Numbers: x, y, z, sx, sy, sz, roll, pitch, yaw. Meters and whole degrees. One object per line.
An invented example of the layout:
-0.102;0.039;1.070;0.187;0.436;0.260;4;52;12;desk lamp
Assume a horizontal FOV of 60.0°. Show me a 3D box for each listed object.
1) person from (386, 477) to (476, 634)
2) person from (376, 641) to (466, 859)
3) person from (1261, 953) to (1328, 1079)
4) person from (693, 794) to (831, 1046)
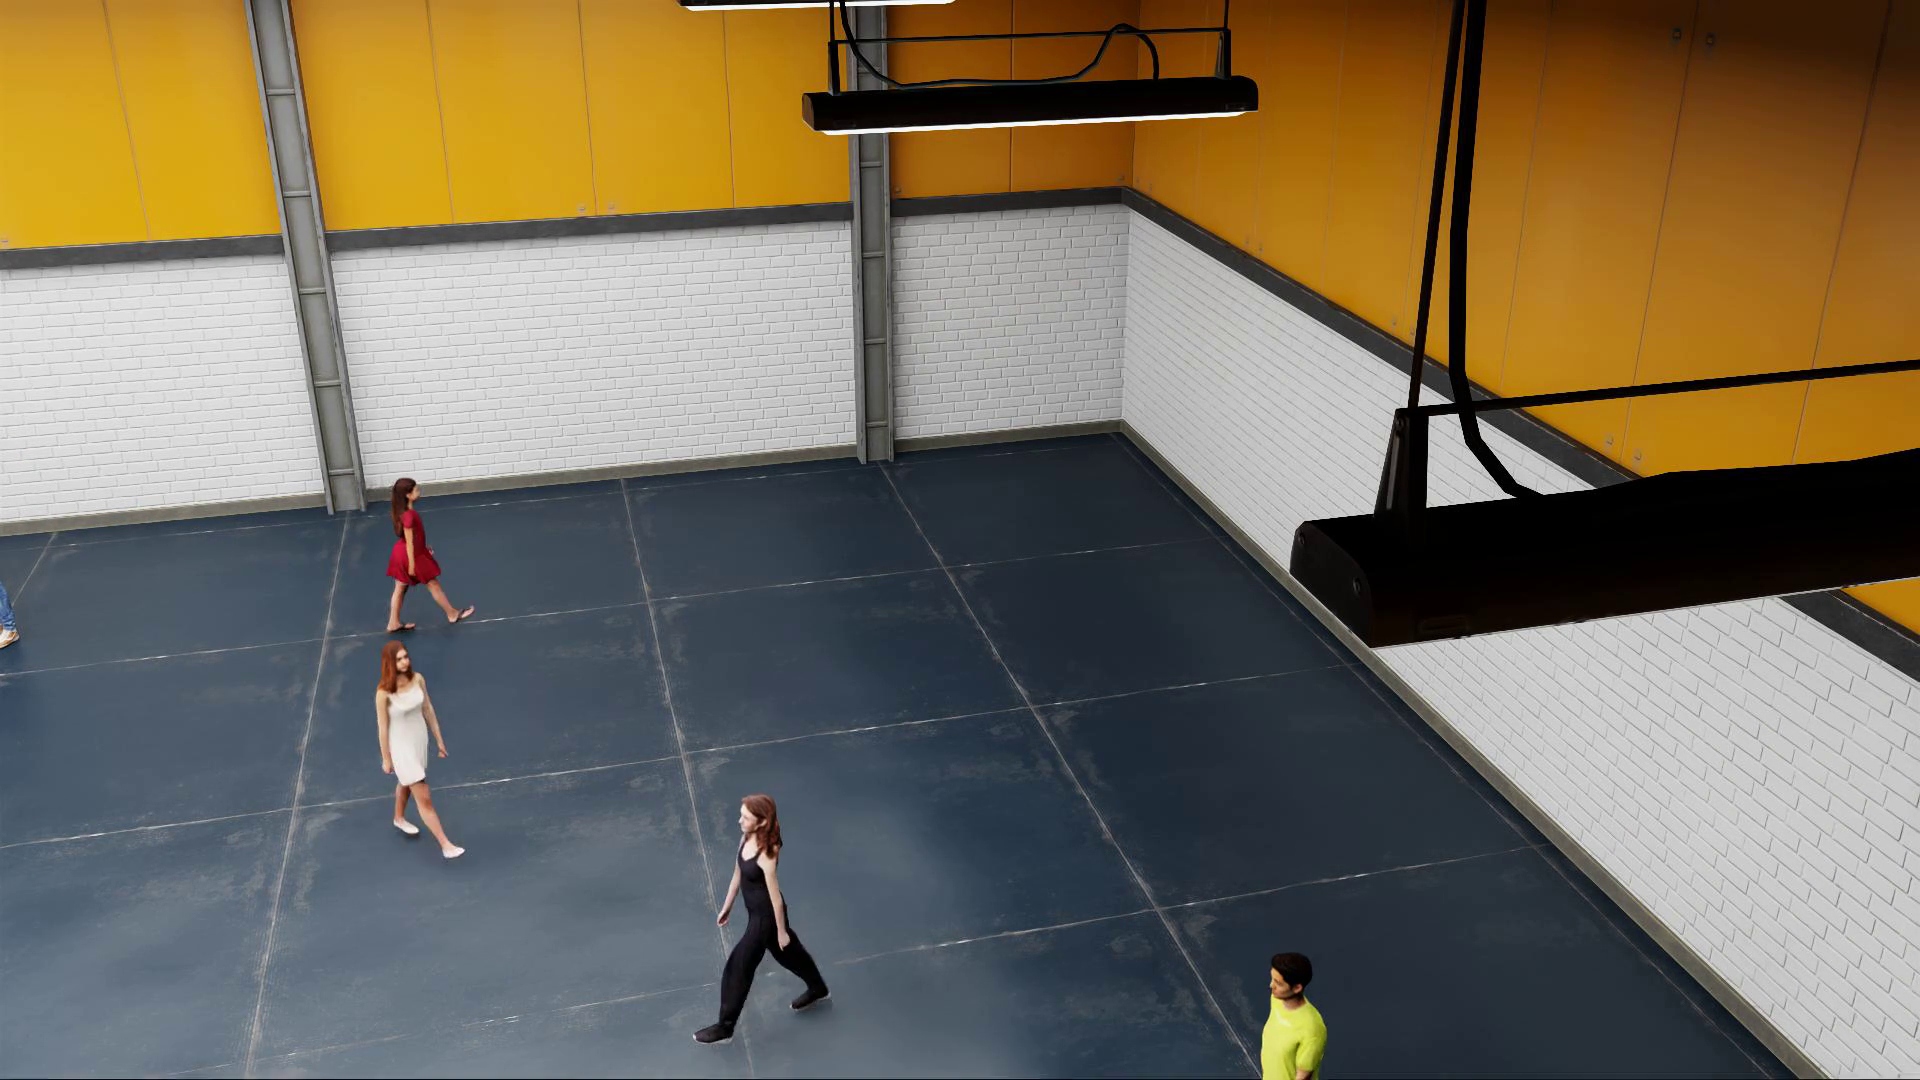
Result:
-5.152;0.175;15.387;1.073;1.508;0.726;-13;27;-28;person
-4.078;1.499;12.170;1.094;1.659;1.106;16;28;32;person
1.838;2.926;8.902;1.086;1.662;0.714;-10;25;-21;person
-1.124;2.299;10.299;1.198;1.693;0.714;-11;26;-23;person
